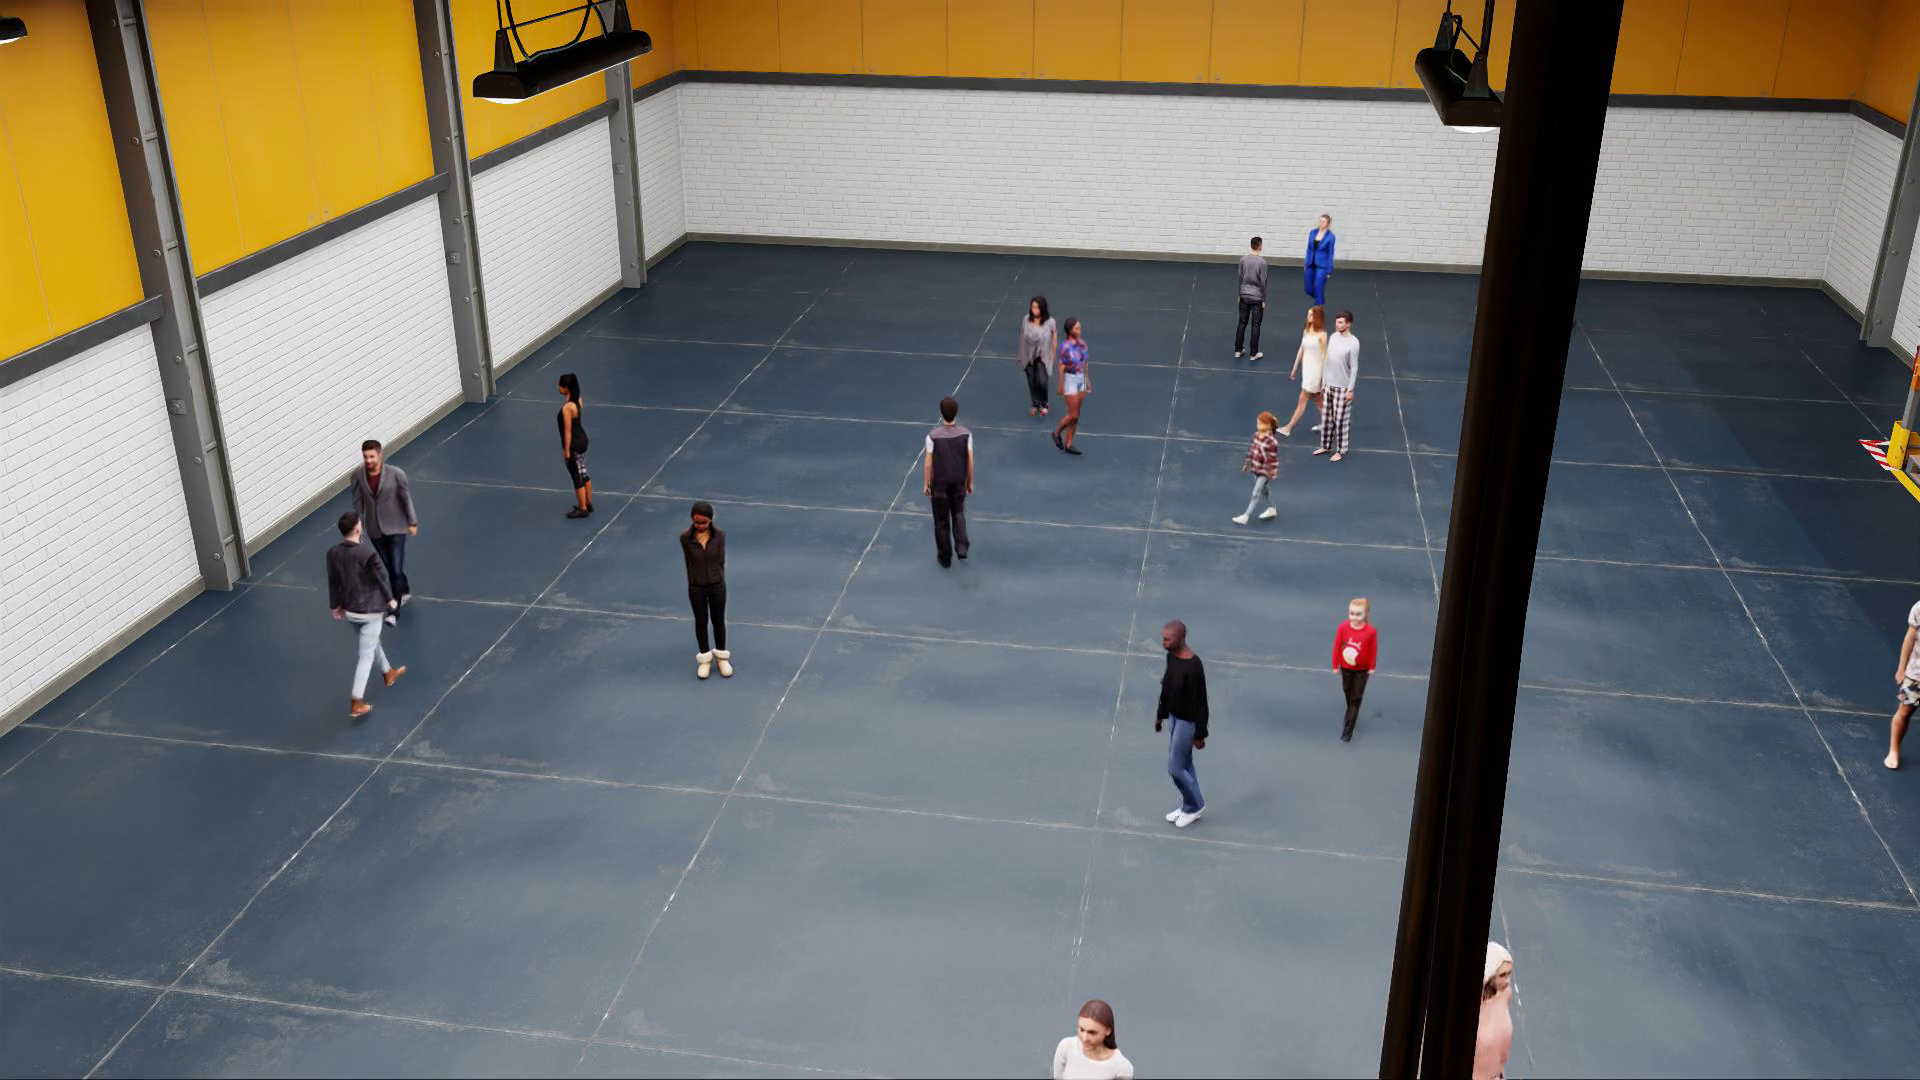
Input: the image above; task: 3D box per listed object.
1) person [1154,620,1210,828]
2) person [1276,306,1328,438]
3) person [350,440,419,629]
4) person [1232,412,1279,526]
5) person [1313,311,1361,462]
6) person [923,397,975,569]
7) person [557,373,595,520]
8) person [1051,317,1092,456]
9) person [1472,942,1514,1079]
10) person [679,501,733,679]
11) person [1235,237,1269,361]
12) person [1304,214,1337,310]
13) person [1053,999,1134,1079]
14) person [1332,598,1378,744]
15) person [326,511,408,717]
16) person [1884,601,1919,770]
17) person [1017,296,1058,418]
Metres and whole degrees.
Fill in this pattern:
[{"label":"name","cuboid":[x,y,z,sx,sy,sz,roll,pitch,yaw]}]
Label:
[{"label":"person","cuboid":[1.801,1.385,12.806,0.804,1.726,0.710,-9,25,-20]},{"label":"person","cuboid":[4.496,-2.100,20.864,1.071,1.658,1.148,-10,26,-22]},{"label":"person","cuboid":[-5.535,-0.114,16.122,0.804,1.816,1.184,1,24,3]},{"label":"person","cuboid":[3.384,-0.791,18.353,0.935,1.269,0.906,-13,27,-27]},{"label":"person","cuboid":[4.596,-1.884,20.133,0.765,1.847,0.700,-15,28,-31]},{"label":"person","cuboid":[-0.097,-0.552,17.097,0.779,1.838,0.813,-7,25,-16]},{"label":"person","cuboid":[-4.275,-1.065,18.483,0.656,1.667,0.478,1,24,3]},{"label":"person","cuboid":[1.316,-1.881,20.270,0.806,1.731,0.747,20,31,39]},{"label":"person","cuboid":[2.810,2.923,9.302,0.815,1.715,0.871,-17,29,-33]},{"label":"person","cuboid":[-2.308,0.410,15.116,0.679,1.661,0.744,-3,24,-7]},{"label":"person","cuboid":[4.191,-3.479,23.893,0.683,1.759,0.668,16,28,33]},{"label":"person","cuboid":[5.556,-4.179,25.583,0.837,1.686,0.920,20,31,38]},{"label":"person","cuboid":[0.682,3.140,8.839,0.641,1.688,0.607,10,25,21]},{"label":"person","cuboid":[3.374,1.056,14.155,0.645,1.249,0.939,10,26,22]},{"label":"person","cuboid":[-5.190,0.666,14.354,0.747,1.803,1.162,7,24,15]},{"label":"person","cuboid":[7.906,1.029,13.513,0.706,1.812,0.628,8,25,18]},{"label":"person","cuboid":[1.039,-2.422,21.682,0.709,1.593,0.738,12,26,25]}]
